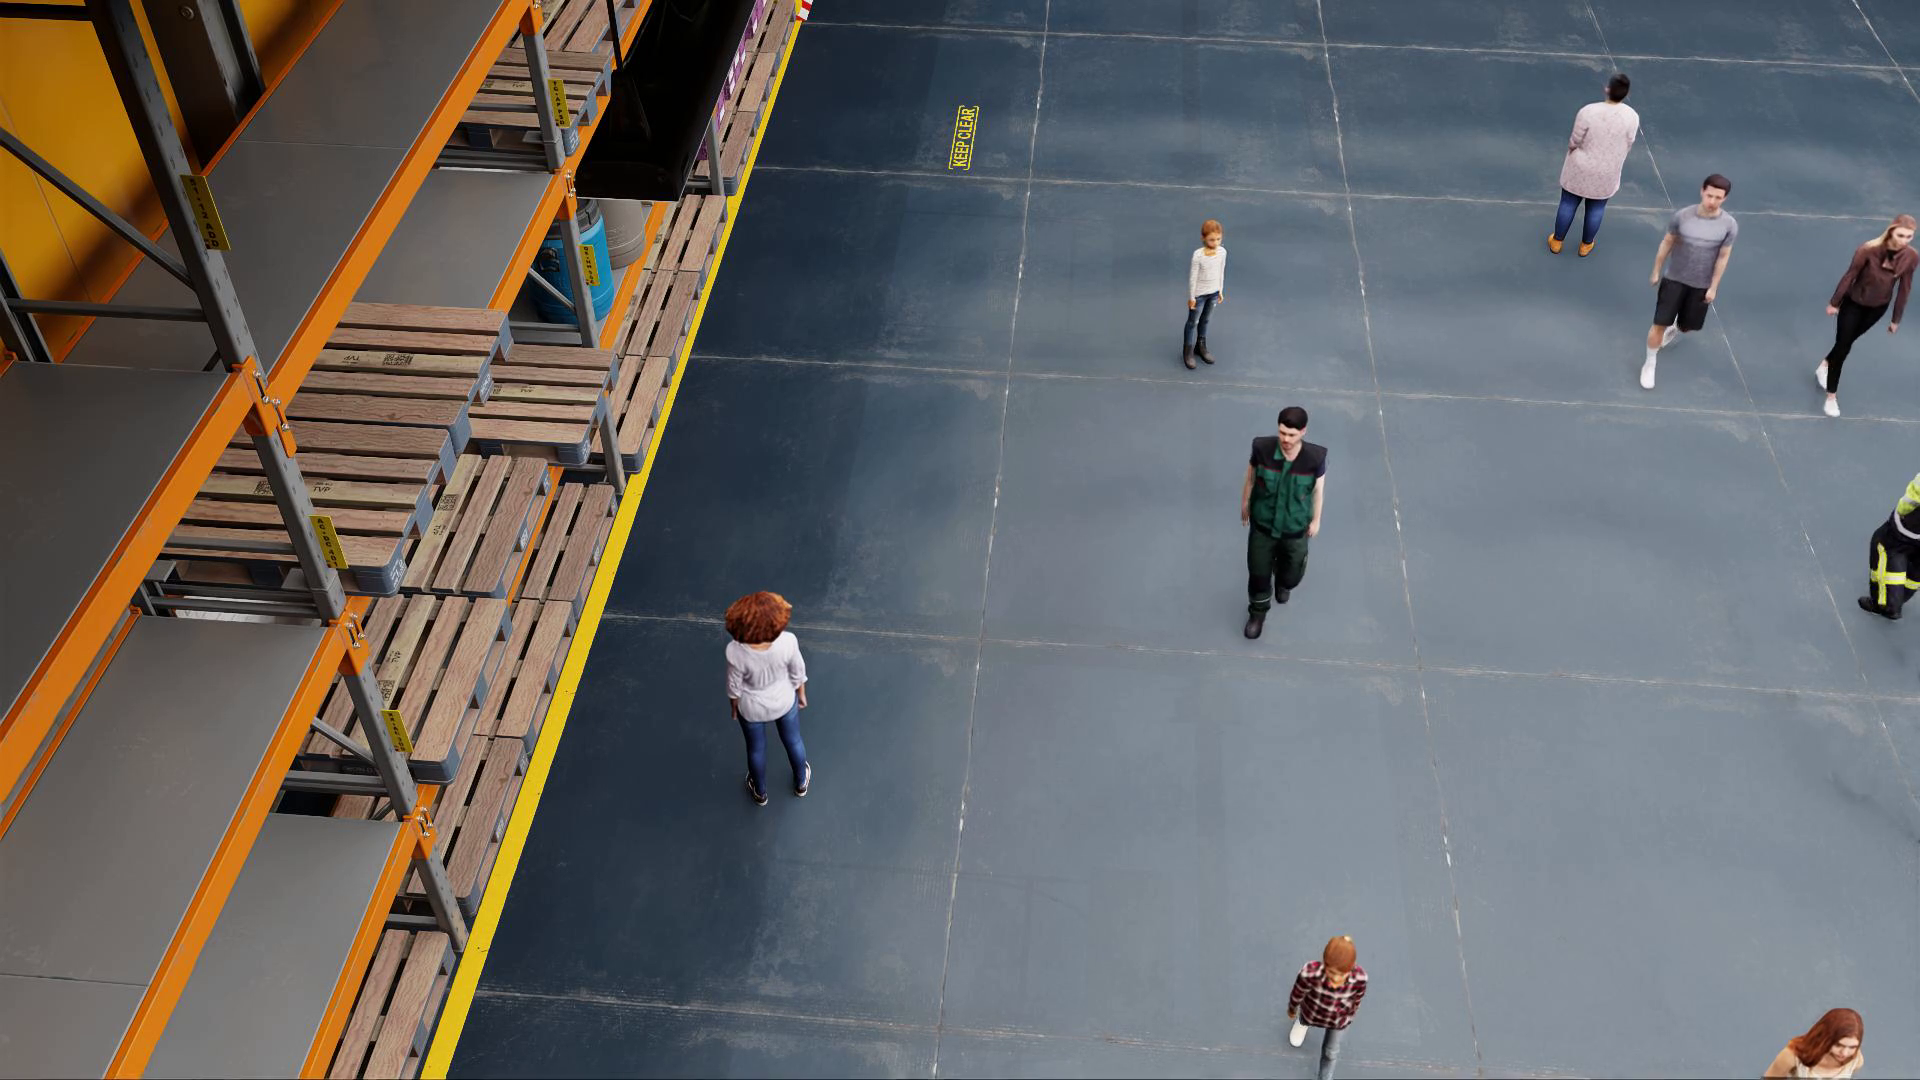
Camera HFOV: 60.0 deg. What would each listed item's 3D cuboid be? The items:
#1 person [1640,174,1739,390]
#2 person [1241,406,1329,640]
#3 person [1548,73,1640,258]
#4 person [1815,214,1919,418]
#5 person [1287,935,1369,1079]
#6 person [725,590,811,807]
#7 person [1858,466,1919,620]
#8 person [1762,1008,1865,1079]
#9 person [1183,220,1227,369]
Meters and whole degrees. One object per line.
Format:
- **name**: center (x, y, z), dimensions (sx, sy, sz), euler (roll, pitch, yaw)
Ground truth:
- **person**: center (5.749, -2.099, 13.109), dimensions (0.853, 1.849, 1.056), euler (20, 47, 20)
- **person**: center (2.141, -0.174, 11.064), dimensions (0.773, 1.881, 0.890), euler (11, 45, 11)
- **person**: center (5.491, -3.256, 14.403), dimensions (0.726, 1.738, 0.681), euler (11, 45, 11)
- **person**: center (7.036, -1.860, 12.985), dimensions (0.661, 1.673, 0.991), euler (6, 44, 6)
- **person**: center (1.937, 2.415, 8.792), dimensions (0.590, 1.268, 0.904), euler (8, 44, 9)
- **person**: center (-1.162, 0.955, 10.003), dimensions (0.728, 1.711, 0.716), euler (-10, 45, -10)
- **person**: center (6.555, -0.204, 11.029), dimensions (0.833, 1.974, 0.836), euler (-2, 44, -2)
- **person**: center (4.018, 2.765, 8.103), dimensions (0.543, 1.712, 0.514), euler (4, 44, 4)
- **person**: center (1.963, -1.994, 13.385), dimensions (0.560, 1.316, 0.609), euler (-19, 47, -19)
